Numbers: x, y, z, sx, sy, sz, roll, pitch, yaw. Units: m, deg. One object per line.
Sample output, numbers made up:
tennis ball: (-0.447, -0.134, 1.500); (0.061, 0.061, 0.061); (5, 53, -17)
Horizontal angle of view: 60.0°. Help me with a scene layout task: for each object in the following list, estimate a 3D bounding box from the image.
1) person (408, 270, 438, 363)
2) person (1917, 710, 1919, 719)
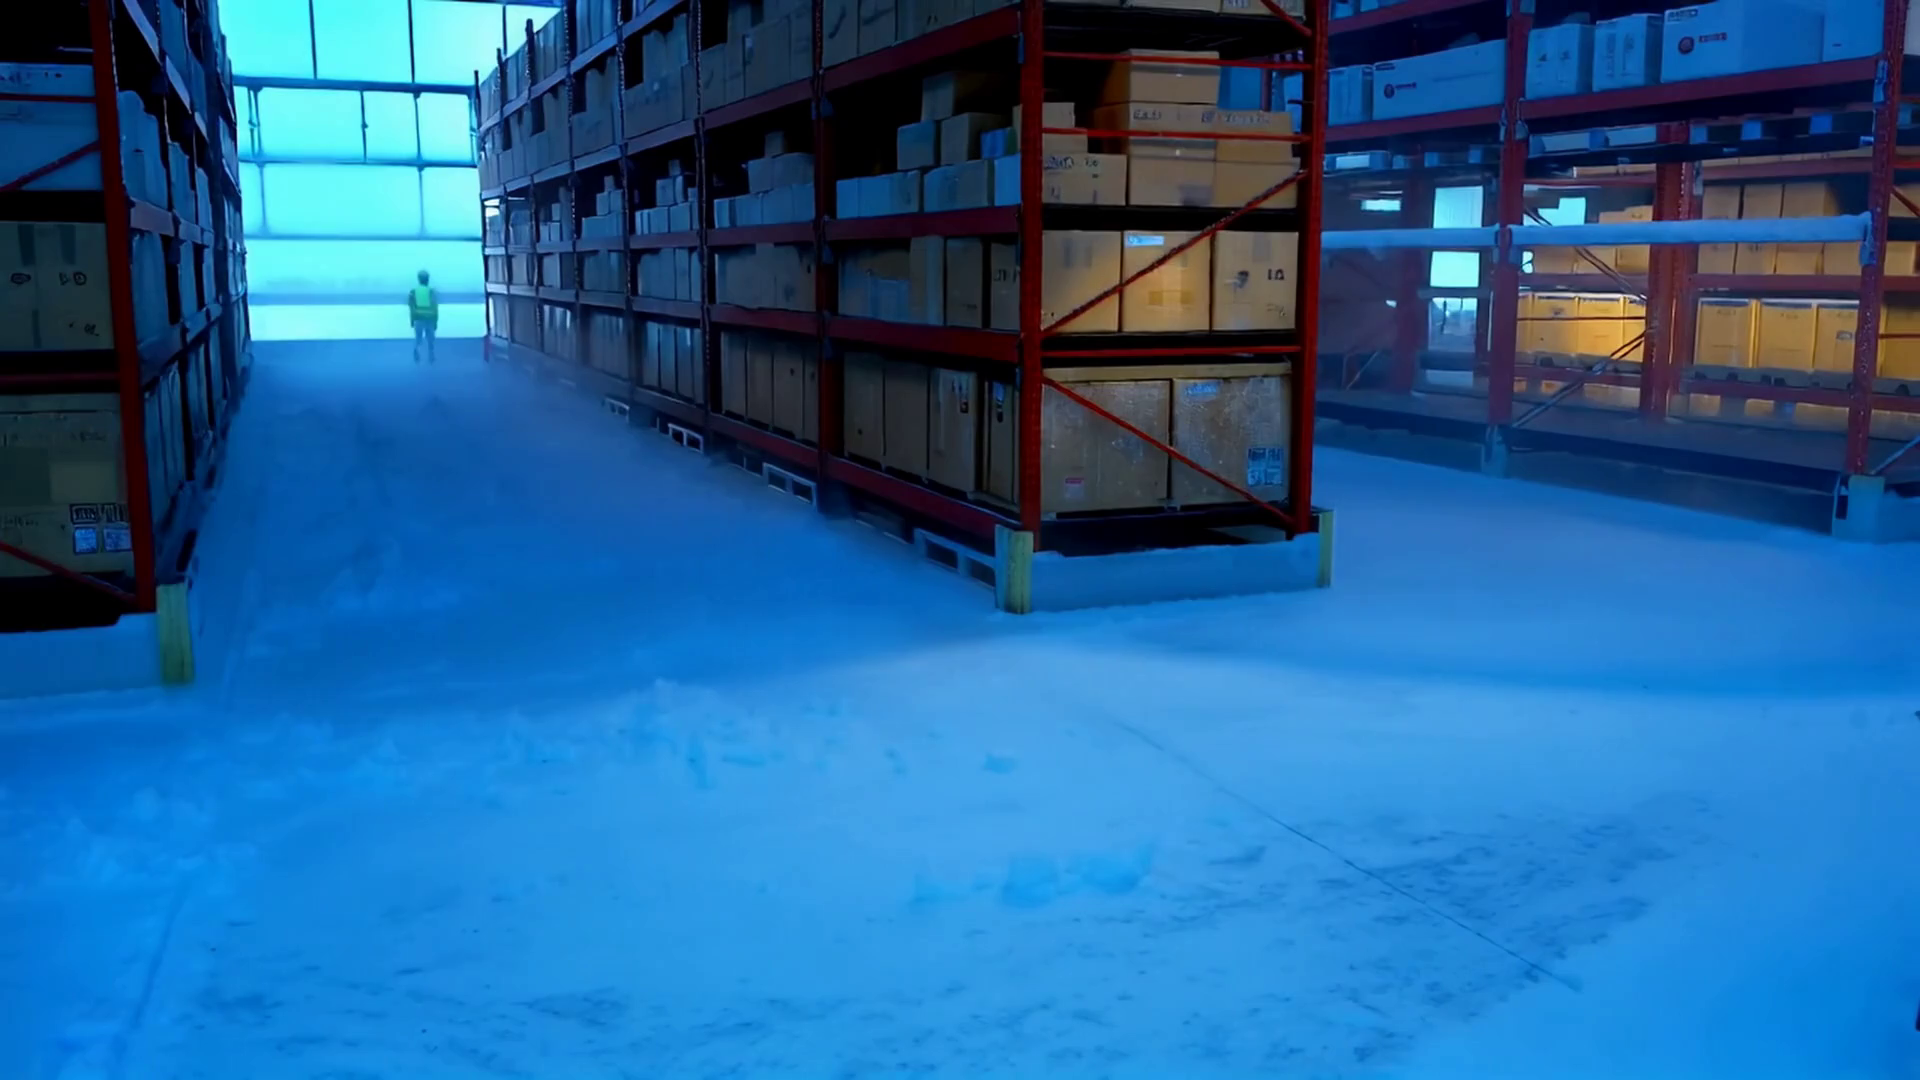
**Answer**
person: (-11.030, -4.570, 34.113); (0.614, 1.924, 0.838); (0, 9, -1)
person: (4.600, -0.092, 7.375); (0.637, 1.897, 0.397); (0, 9, -2)
